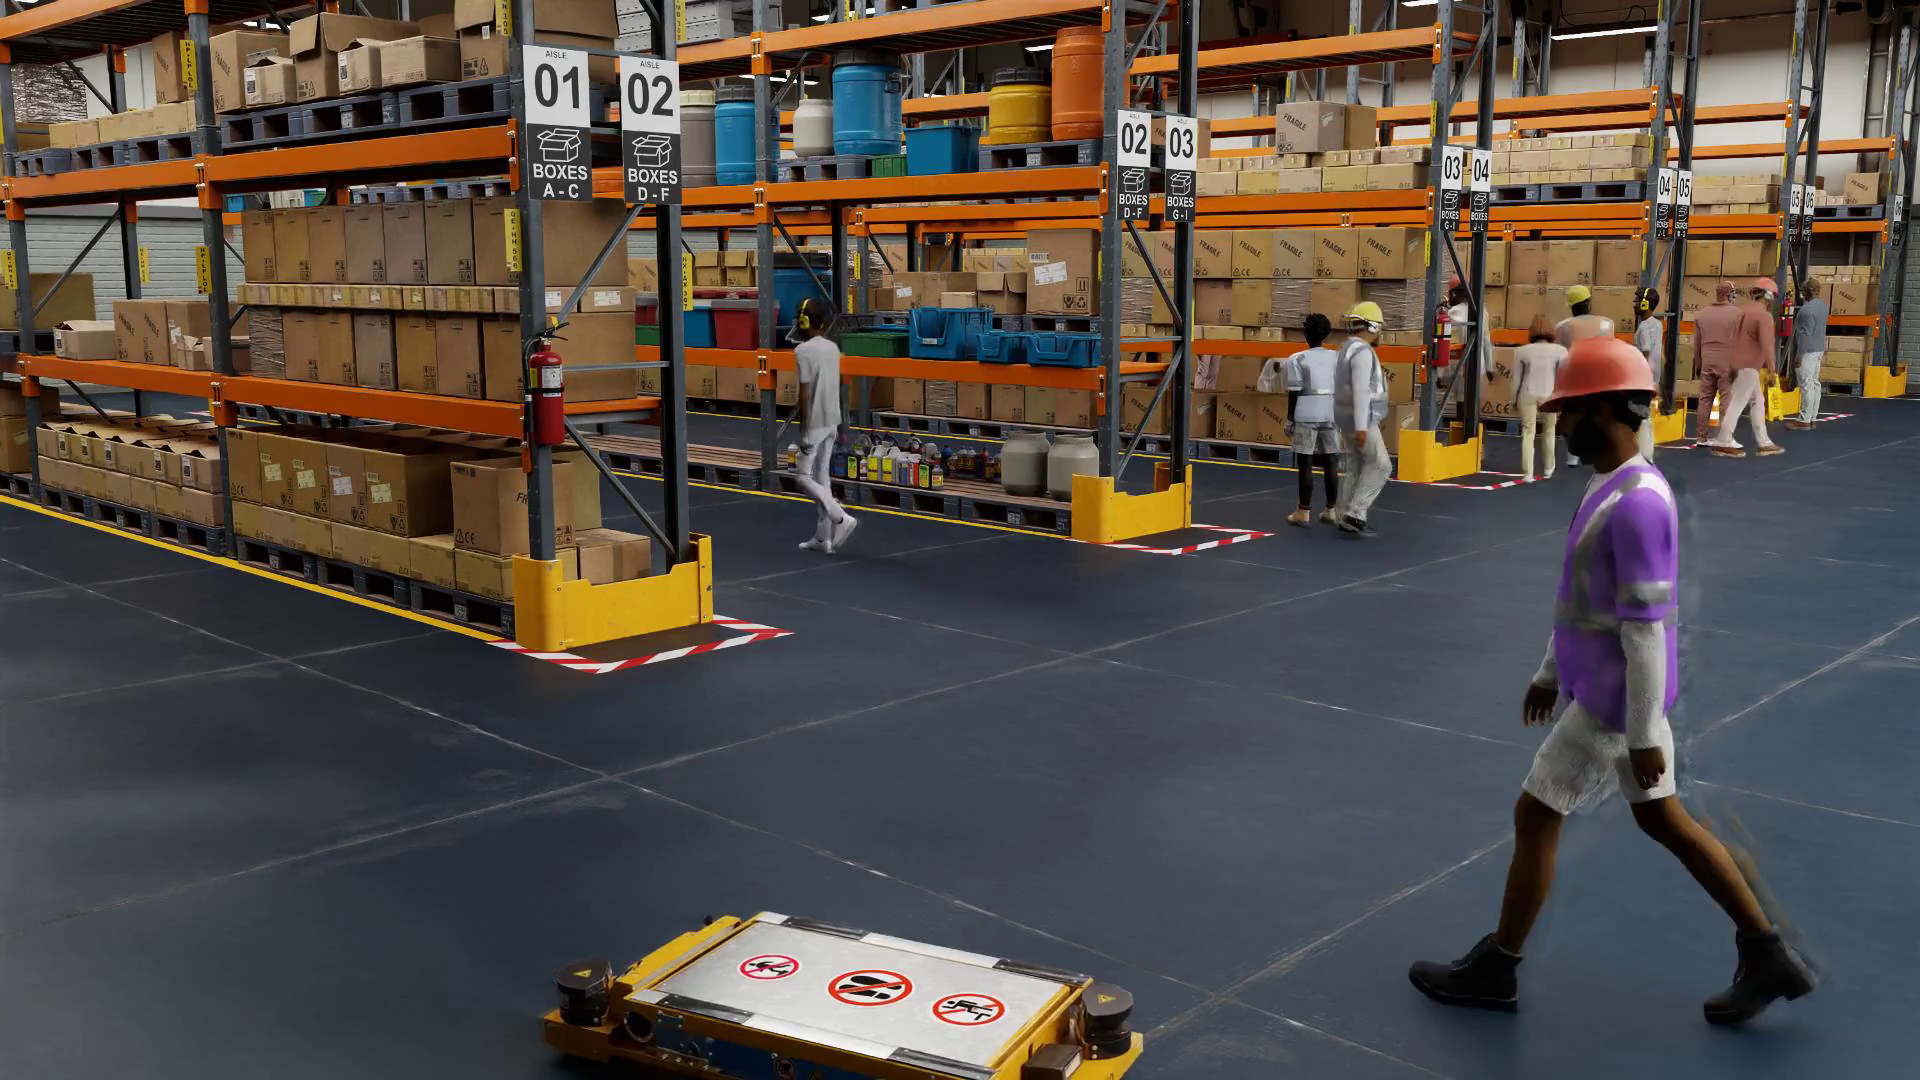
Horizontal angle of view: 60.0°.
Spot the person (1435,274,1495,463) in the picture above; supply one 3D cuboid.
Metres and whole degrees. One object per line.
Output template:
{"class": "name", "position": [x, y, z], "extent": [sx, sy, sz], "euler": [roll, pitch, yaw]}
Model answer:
{"class": "person", "position": [5.306, -1.834, 17.783], "extent": [0.644, 1.986, 0.977], "euler": [-5, 10, -27]}

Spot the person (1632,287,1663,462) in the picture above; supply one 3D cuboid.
{"class": "person", "position": [6.676, -1.531, 16.296], "extent": [0.329, 1.872, 0.509], "euler": [6, 11, 32]}

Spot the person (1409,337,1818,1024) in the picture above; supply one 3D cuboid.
{"class": "person", "position": [1.831, 0.394, 4.495], "extent": [1.027, 1.890, 0.538], "euler": [3, 10, 20]}

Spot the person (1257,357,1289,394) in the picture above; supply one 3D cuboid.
{"class": "person", "position": [3.962, -2.312, 21.102], "extent": [0.823, 1.855, 0.586], "euler": [7, 12, 37]}

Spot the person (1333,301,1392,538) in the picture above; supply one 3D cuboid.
{"class": "person", "position": [3.063, -0.903, 12.635], "extent": [0.450, 1.802, 0.632], "euler": [0, 9, 3]}

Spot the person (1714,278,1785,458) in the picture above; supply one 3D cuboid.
{"class": "person", "position": [8.701, -1.870, 18.140], "extent": [0.878, 1.931, 0.723], "euler": [1, 9, 3]}

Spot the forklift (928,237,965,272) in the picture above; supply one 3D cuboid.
{"class": "forklift", "position": [-0.326, -5.817, 39.609], "extent": [1.129, 2.768, 1.873], "euler": [9, 13, 43]}

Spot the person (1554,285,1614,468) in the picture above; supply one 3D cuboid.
{"class": "person", "position": [6.394, -1.668, 17.073], "extent": [0.627, 1.886, 0.641], "euler": [3, 10, 19]}

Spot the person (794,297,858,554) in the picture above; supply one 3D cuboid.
{"class": "person", "position": [-0.964, -0.814, 11.979], "extent": [0.496, 1.850, 0.542], "euler": [6, 11, 34]}

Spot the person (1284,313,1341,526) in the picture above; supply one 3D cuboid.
{"class": "person", "position": [2.845, -0.965, 13.345], "extent": [0.535, 1.697, 0.322], "euler": [-3, 10, -18]}

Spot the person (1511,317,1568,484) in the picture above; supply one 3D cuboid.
{"class": "person", "position": [5.599, -1.356, 16.084], "extent": [0.522, 1.577, 0.861], "euler": [4, 10, 21]}

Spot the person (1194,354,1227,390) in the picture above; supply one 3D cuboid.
{"class": "person", "position": [3.475, -2.677, 22.950], "extent": [0.612, 1.990, 0.392], "euler": [-9, 13, -42]}

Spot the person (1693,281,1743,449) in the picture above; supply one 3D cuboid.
{"class": "person", "position": [8.745, -2.005, 19.087], "extent": [0.404, 1.909, 0.636], "euler": [-6, 11, -33]}

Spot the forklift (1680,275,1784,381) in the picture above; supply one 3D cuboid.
{"class": "forklift", "position": [12.480, -3.427, 27.053], "extent": [1.214, 2.155, 2.313], "euler": [9, 13, 43]}

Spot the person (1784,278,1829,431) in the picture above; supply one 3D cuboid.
{"class": "person", "position": [10.861, -2.380, 21.299], "extent": [0.373, 1.936, 0.629], "euler": [9, 13, 44]}

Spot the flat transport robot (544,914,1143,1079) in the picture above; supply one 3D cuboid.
{"class": "flat transport robot", "position": [-0.309, 1.240, 4.323], "extent": [1.431, 0.197, 0.652], "euler": [5, 10, 26]}
